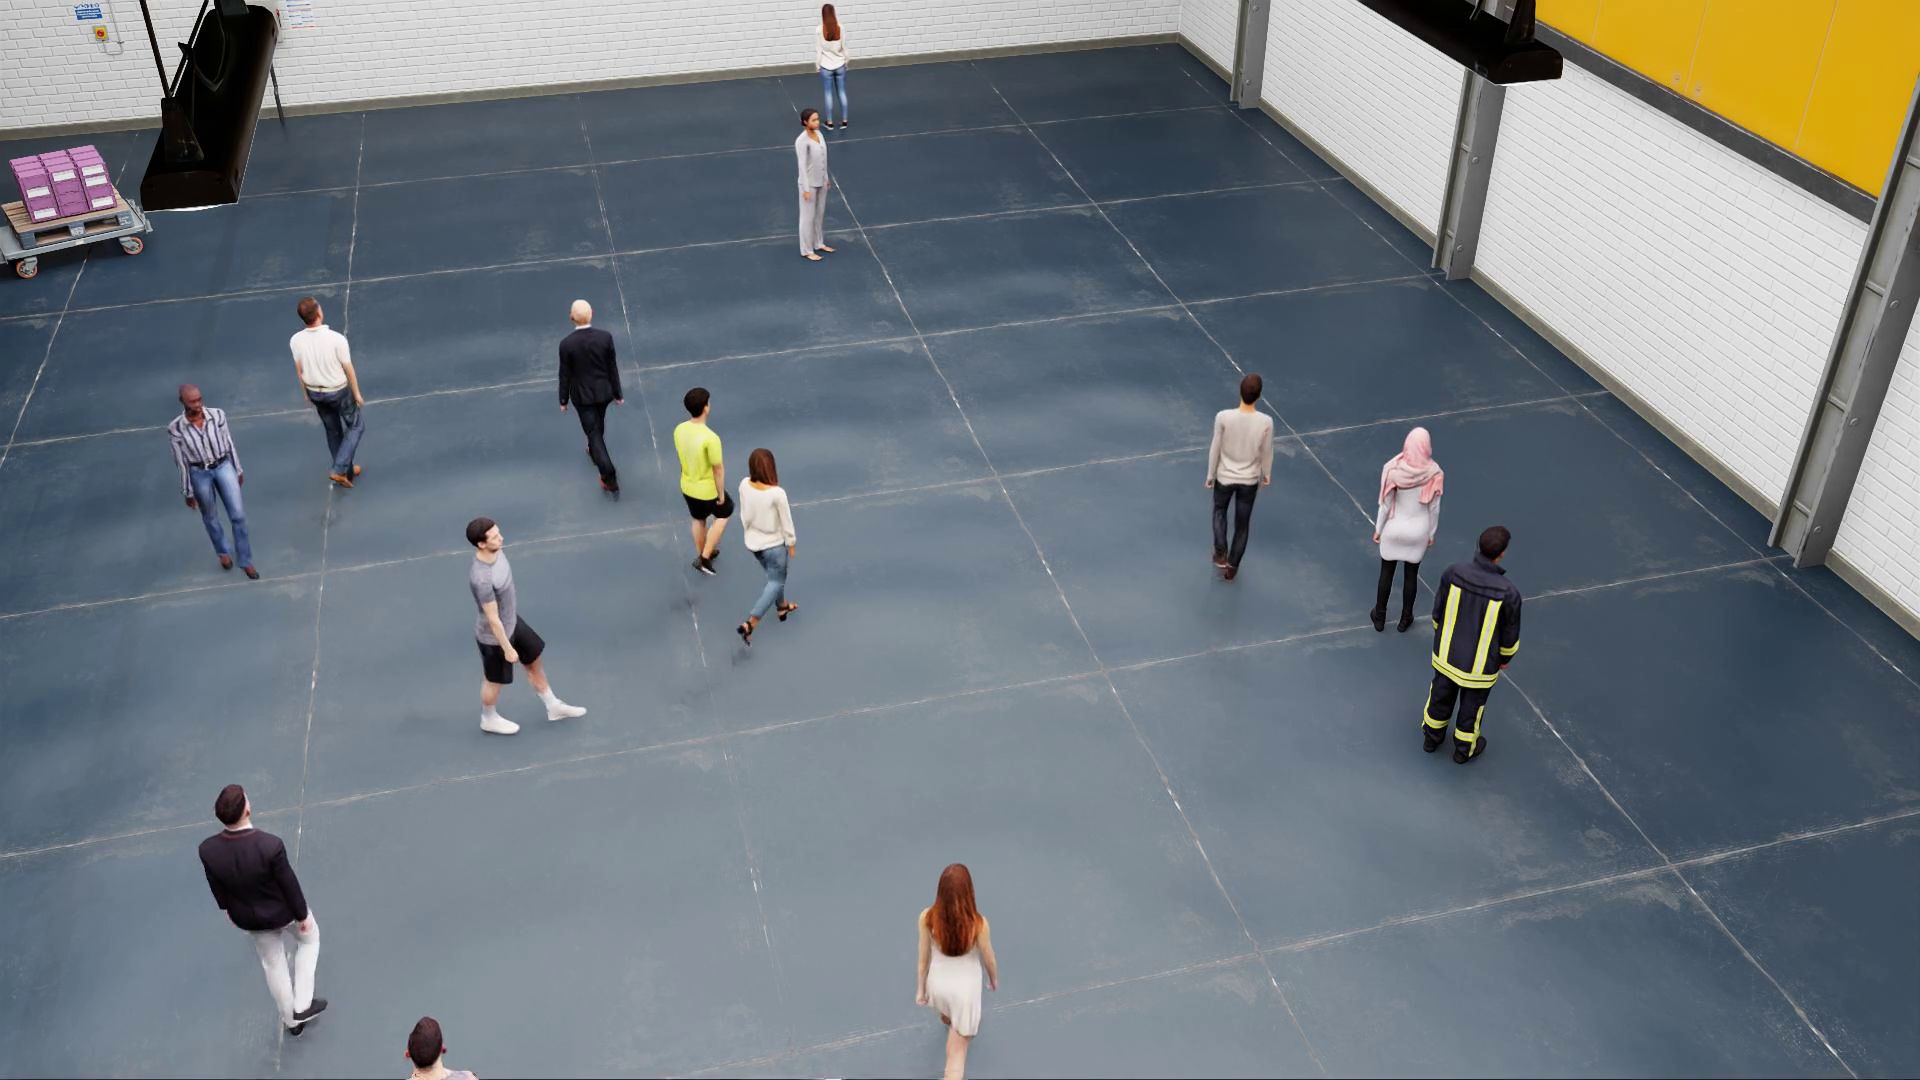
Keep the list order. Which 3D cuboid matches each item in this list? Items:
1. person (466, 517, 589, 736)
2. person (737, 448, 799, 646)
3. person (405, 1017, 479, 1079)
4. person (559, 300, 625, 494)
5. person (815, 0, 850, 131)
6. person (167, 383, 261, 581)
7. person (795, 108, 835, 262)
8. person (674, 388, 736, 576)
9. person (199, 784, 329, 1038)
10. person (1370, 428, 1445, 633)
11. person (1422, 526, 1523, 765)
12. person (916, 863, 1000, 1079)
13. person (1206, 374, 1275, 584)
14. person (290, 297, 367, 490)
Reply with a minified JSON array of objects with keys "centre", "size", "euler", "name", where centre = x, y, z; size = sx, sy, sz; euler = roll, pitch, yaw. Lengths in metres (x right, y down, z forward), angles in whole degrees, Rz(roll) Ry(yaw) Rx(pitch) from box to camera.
[{"centre":[-3.388,0.633,11.890],"size":[0.949,1.846,1.050],"euler":[2,34,3],"name":"person"},{"centre":[-1.540,0.066,12.915],"size":[1.031,1.656,1.070],"euler":[19,38,26],"name":"person"},{"centre":[-2.541,3.138,8.257],"size":[0.660,1.827,0.673],"euler":[-12,35,-17],"name":"person"},{"centre":[-3.256,-1.248,14.793],"size":[0.918,1.764,1.236],"euler":[-18,38,-25],"name":"person"},{"centre":[-1.734,-6.466,22.708],"size":[0.611,1.693,0.544],"euler":[-8,34,-11],"name":"person"},{"centre":[-6.199,-0.529,13.708],"size":[0.866,1.768,0.972],"euler":[-23,40,-30],"name":"person"},{"centre":[-1.705,-4.119,19.138],"size":[0.770,1.736,0.703],"euler":[17,37,23],"name":"person"},{"centre":[-2.153,-0.424,13.616],"size":[0.841,1.696,0.903],"euler":[16,37,22],"name":"person"},{"centre":[-3.998,2.209,9.532],"size":[0.760,1.831,0.707],"euler":[0,34,0],"name":"person"},{"centre":[3.477,-0.071,12.988],"size":[0.728,1.803,0.735],"euler":[6,34,9],"name":"person"},{"centre":[3.579,0.733,11.665],"size":[0.853,1.928,0.948],"euler":[23,40,30],"name":"person"},{"centre":[-0.050,2.543,9.186],"size":[0.965,1.657,1.228],"euler":[8,34,12],"name":"person"},{"centre":[2.251,-0.452,13.516],"size":[0.779,1.851,0.780],"euler":[6,34,9],"name":"person"},{"centre":[-5.603,-1.233,14.701],"size":[0.843,1.840,0.959],"euler":[3,34,5],"name":"person"}]
